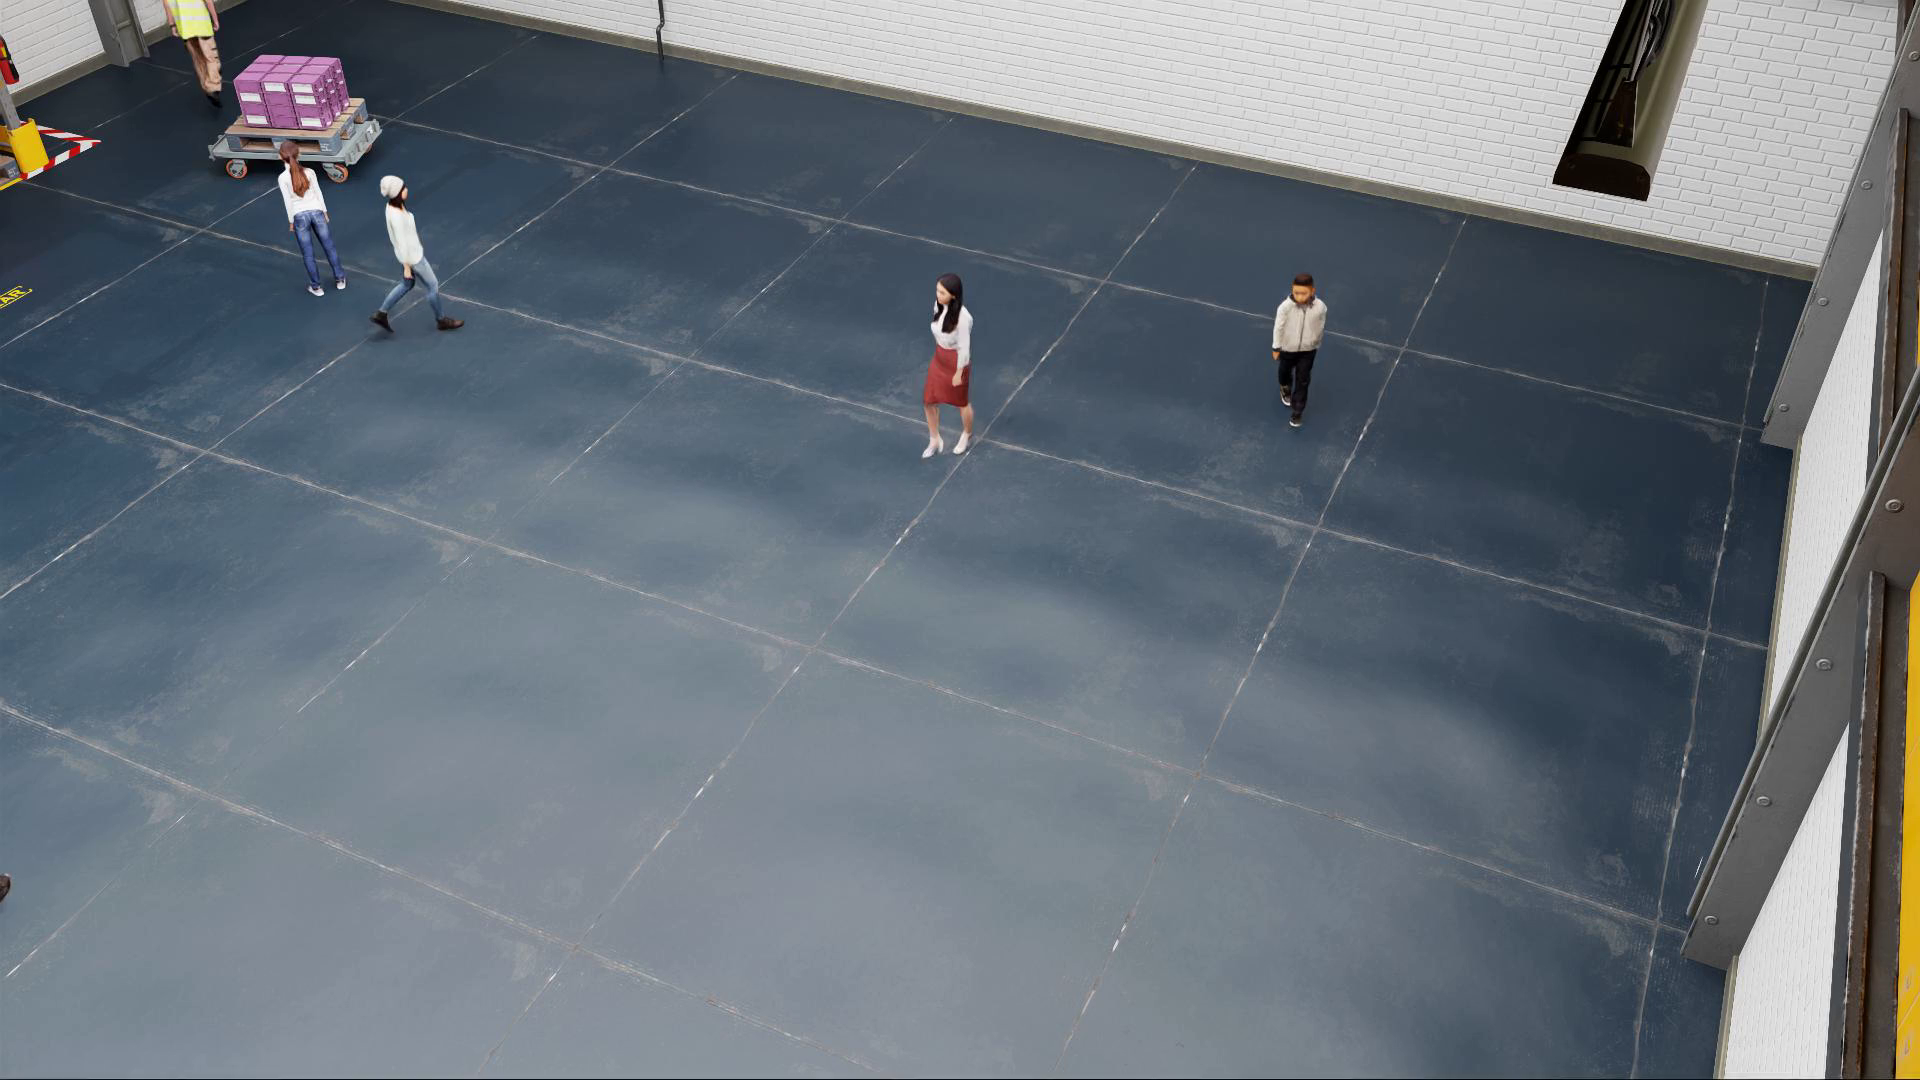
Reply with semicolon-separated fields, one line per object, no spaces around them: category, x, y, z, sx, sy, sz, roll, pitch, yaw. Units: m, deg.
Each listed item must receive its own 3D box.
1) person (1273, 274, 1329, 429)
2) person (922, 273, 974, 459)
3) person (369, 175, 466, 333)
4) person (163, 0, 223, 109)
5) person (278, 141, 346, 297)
person;2.935;-1.731;14.395;0.769;1.412;1.006;2;39;2
person;-0.004;-1.452;13.789;0.840;1.732;0.781;-28;46;-30
person;-5.155;-2.602;15.321;1.101;1.618;1.016;-15;41;-17
person;-8.892;-5.914;19.304;1.048;1.822;1.185;-6;39;-7
person;-6.277;-3.102;15.995;0.585;1.557;0.678;-22;44;-25
